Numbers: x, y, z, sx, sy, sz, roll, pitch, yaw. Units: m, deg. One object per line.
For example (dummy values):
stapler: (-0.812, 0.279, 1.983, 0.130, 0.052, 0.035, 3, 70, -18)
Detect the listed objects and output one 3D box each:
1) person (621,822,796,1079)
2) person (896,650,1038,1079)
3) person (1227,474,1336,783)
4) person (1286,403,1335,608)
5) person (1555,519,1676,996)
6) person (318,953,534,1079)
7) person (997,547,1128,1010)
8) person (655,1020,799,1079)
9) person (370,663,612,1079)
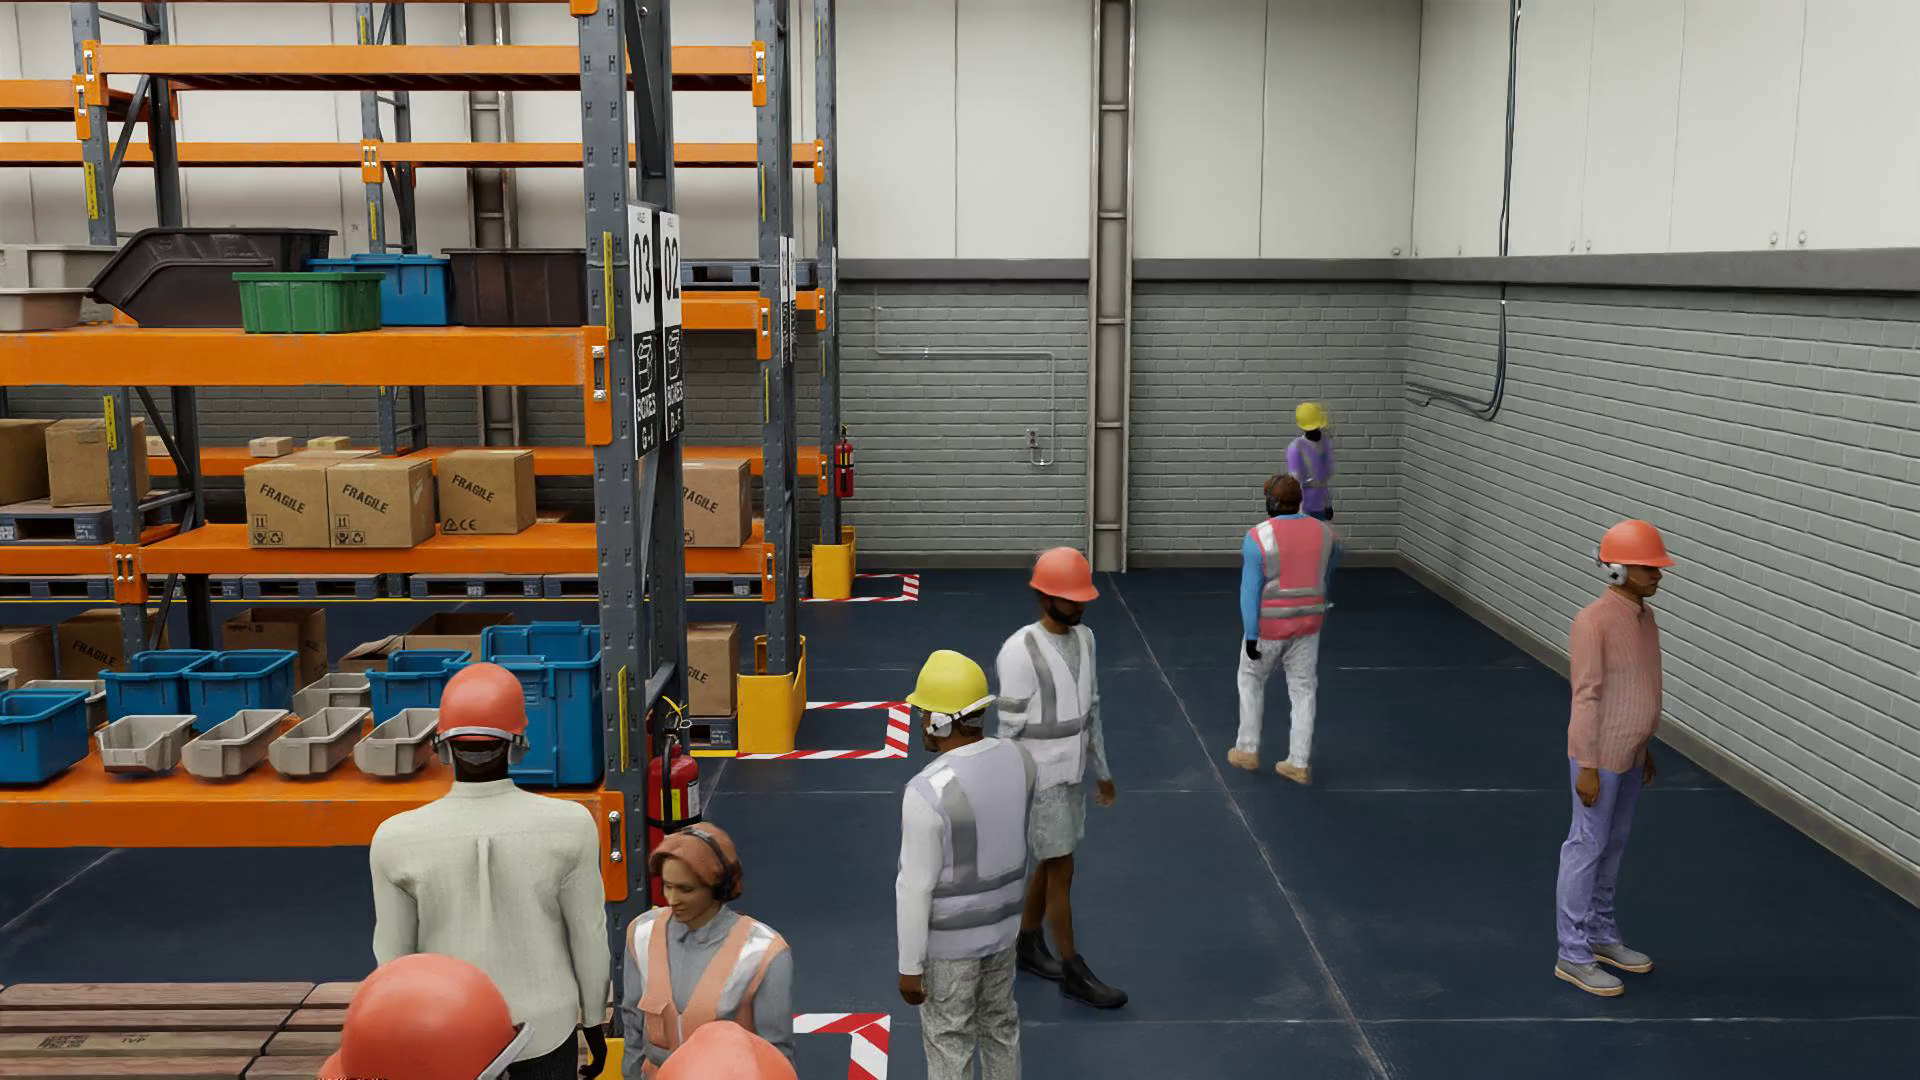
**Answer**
person: (-0.650, 1.521, 4.351, 0.523, 1.631, 0.317, 4, 10, 25)
person: (0.000, 1.255, 5.406, 0.403, 1.828, 0.597, 8, 12, 40)
person: (1.902, 0.509, 9.973, 0.637, 1.818, 0.712, -3, 10, -16)
person: (3.069, -0.285, 14.702, 0.402, 1.877, 0.692, 8, 12, 41)
person: (2.776, 0.899, 7.046, 0.379, 1.996, 0.609, 9, 13, 44)
person: (-0.779, 1.613, 2.684, 0.392, 1.989, 0.617, -3, 10, -19)
person: (0.429, 0.970, 6.922, 0.563, 1.927, 0.574, 7, 12, 37)
person: (-0.336, 1.666, 2.526, 0.545, 1.938, 0.361, -7, 12, -38)
person: (-1.251, 1.314, 4.510, 0.608, 1.995, 0.377, -2, 10, -15)
